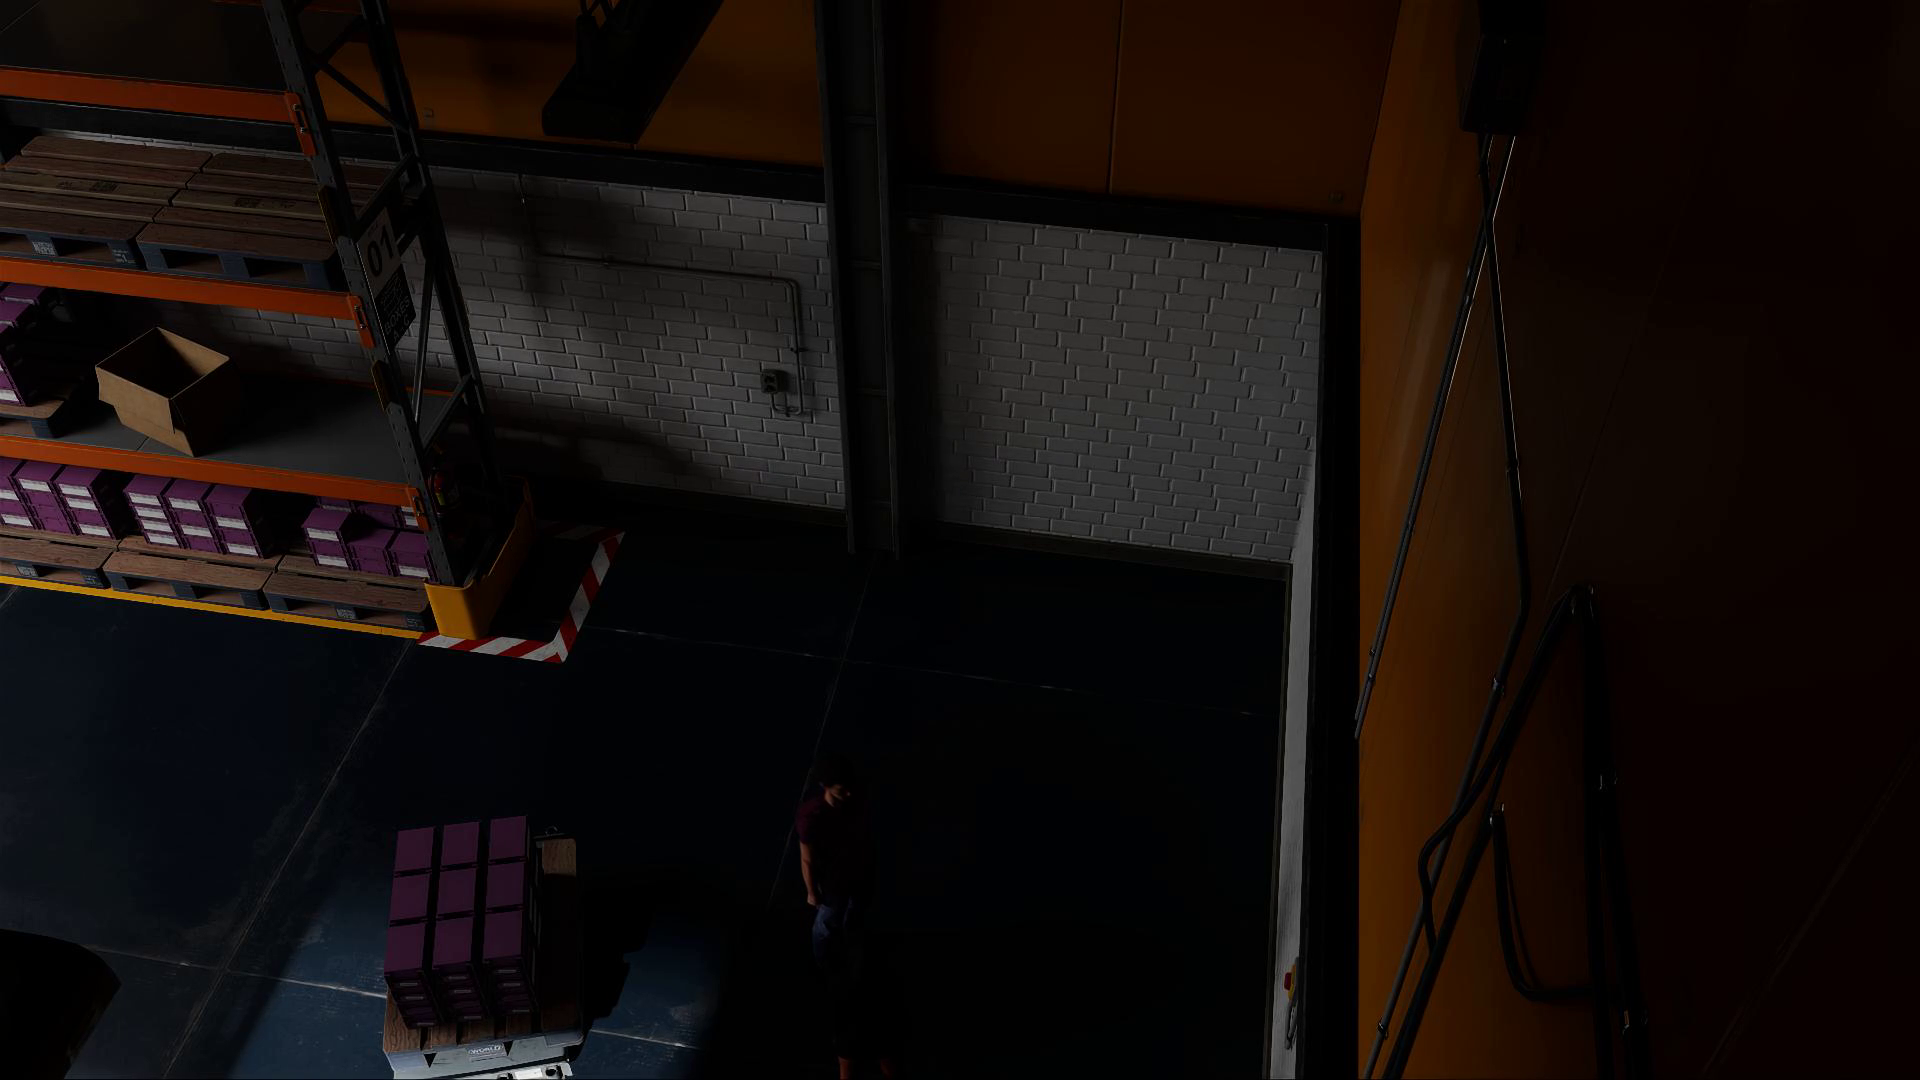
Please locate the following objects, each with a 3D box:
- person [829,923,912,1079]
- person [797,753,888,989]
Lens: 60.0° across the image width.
[{"bbox_3d":[-0.459,2.513,8.458,0.595,1.635,0.680,-3,44,-3],"label":"person"},{"bbox_3d":[-0.645,1.771,9.081,0.725,1.851,0.737,30,51,28],"label":"person"}]
